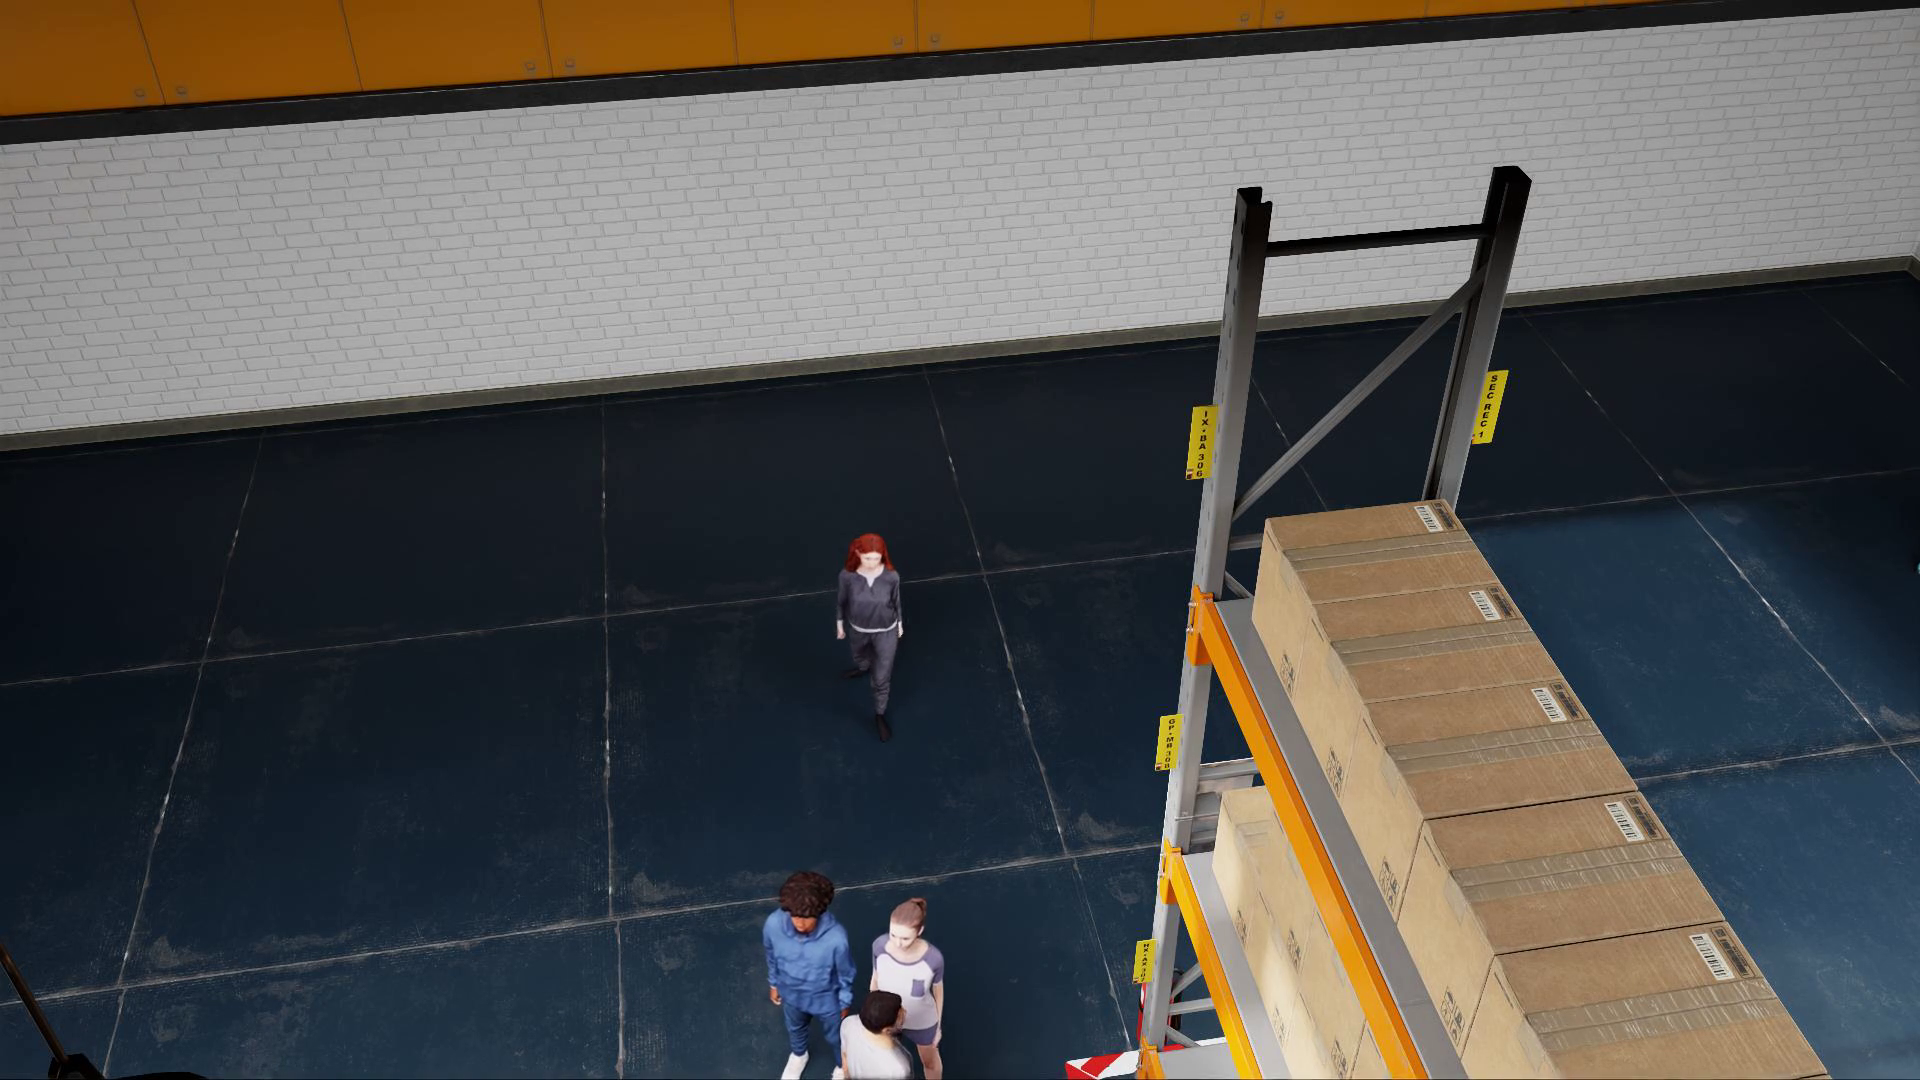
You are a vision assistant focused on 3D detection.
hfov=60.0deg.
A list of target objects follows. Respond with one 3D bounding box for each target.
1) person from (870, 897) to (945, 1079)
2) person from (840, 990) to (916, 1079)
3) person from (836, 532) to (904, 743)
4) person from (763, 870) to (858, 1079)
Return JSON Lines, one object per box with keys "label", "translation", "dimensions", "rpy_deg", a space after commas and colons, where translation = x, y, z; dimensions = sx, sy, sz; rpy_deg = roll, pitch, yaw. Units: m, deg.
{"label": "person", "translation": [-0.281, 2.575, 9.059], "dimensions": [0.665, 1.768, 0.683], "rpy_deg": [10, 40, 12]}
{"label": "person", "translation": [-0.395, 2.936, 8.531], "dimensions": [0.805, 1.863, 0.682], "rpy_deg": [-30, 48, -32]}
{"label": "person", "translation": [-0.621, 0.581, 11.572], "dimensions": [0.864, 1.748, 1.029], "rpy_deg": [8, 39, 10]}
{"label": "person", "translation": [-0.814, 2.451, 9.187], "dimensions": [0.758, 1.802, 0.748], "rpy_deg": [12, 40, 15]}
